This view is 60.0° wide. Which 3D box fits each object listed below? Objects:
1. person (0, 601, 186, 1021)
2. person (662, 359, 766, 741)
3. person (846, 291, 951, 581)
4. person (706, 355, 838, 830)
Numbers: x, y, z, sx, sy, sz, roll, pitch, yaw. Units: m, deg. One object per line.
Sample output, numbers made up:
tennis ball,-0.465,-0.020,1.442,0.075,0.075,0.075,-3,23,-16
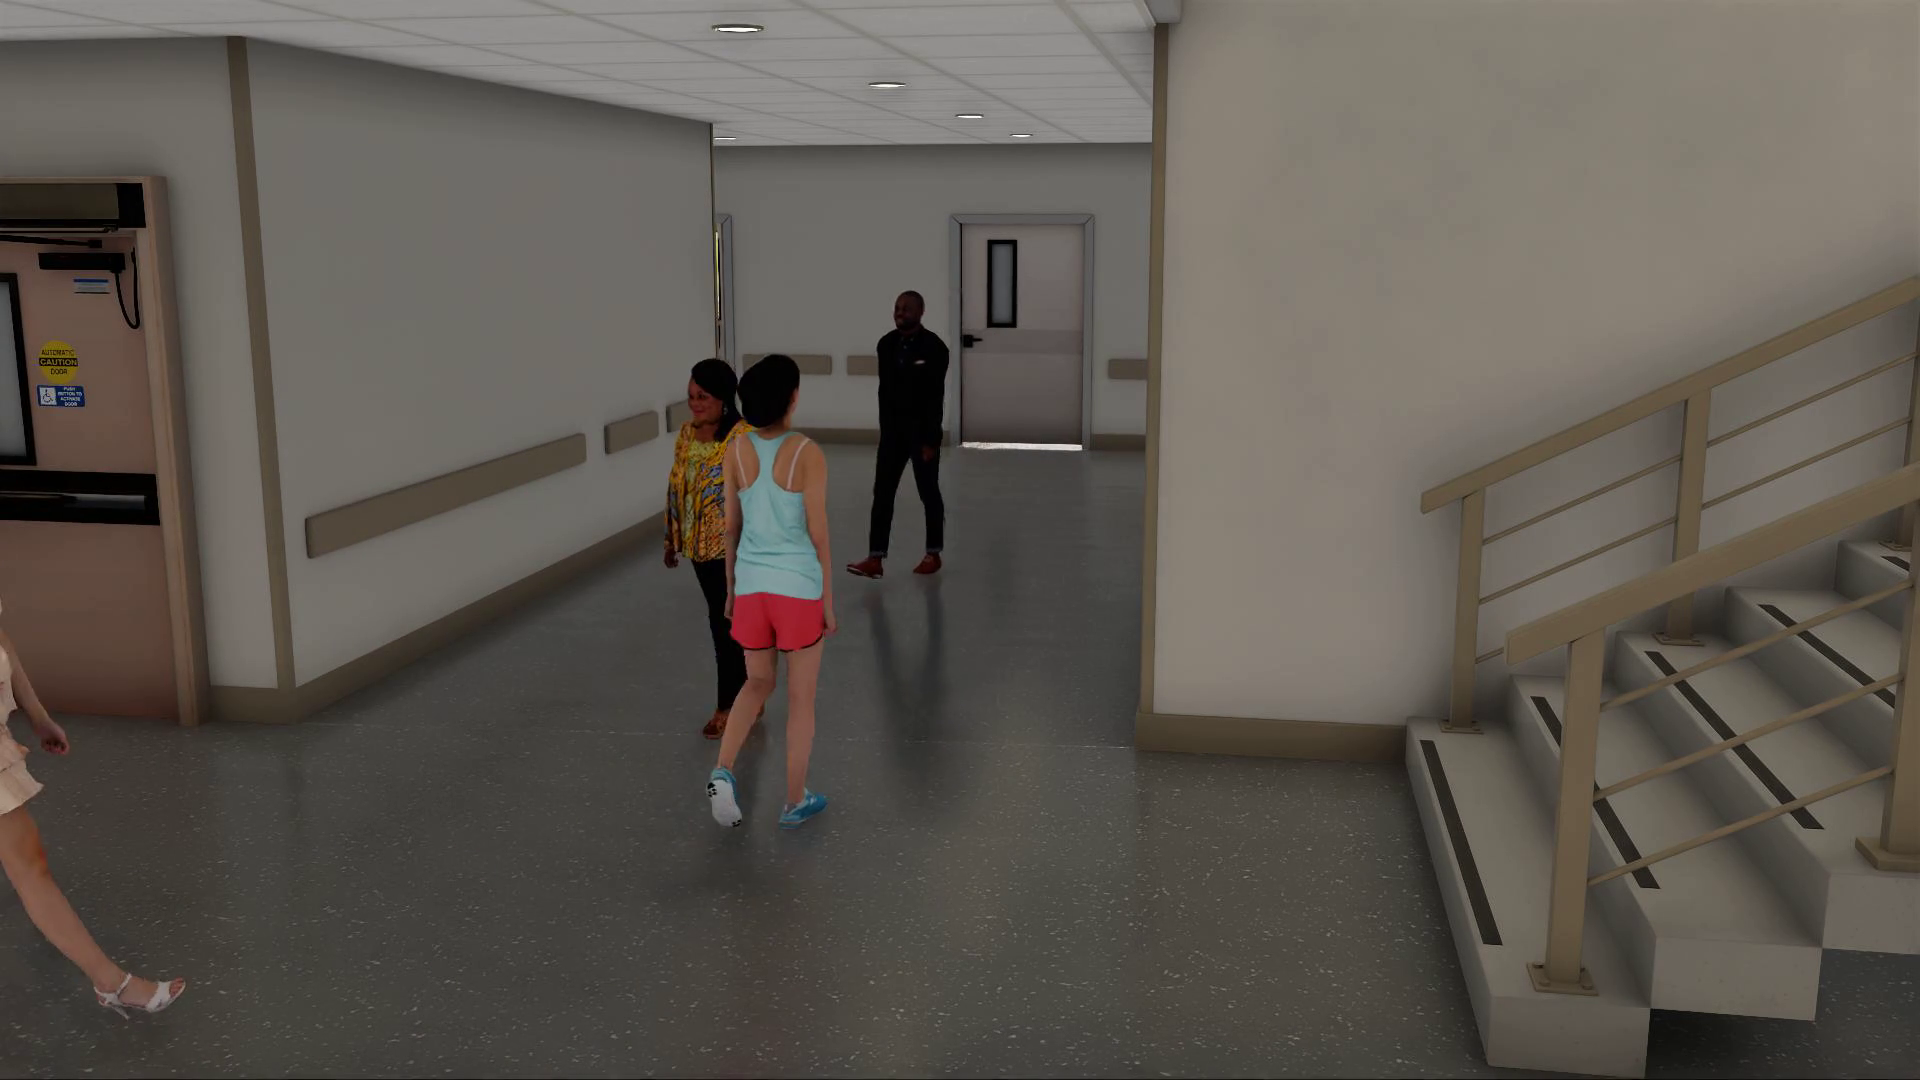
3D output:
person,-2.699,0.578,4.295,1.142,1.681,0.892,-3,11,-17
person,-0.972,0.027,7.323,0.870,1.634,0.933,8,14,37
person,-0.249,-0.644,10.448,1.094,1.788,1.057,7,13,34
person,-0.679,0.234,5.920,0.934,1.750,0.770,4,12,22
